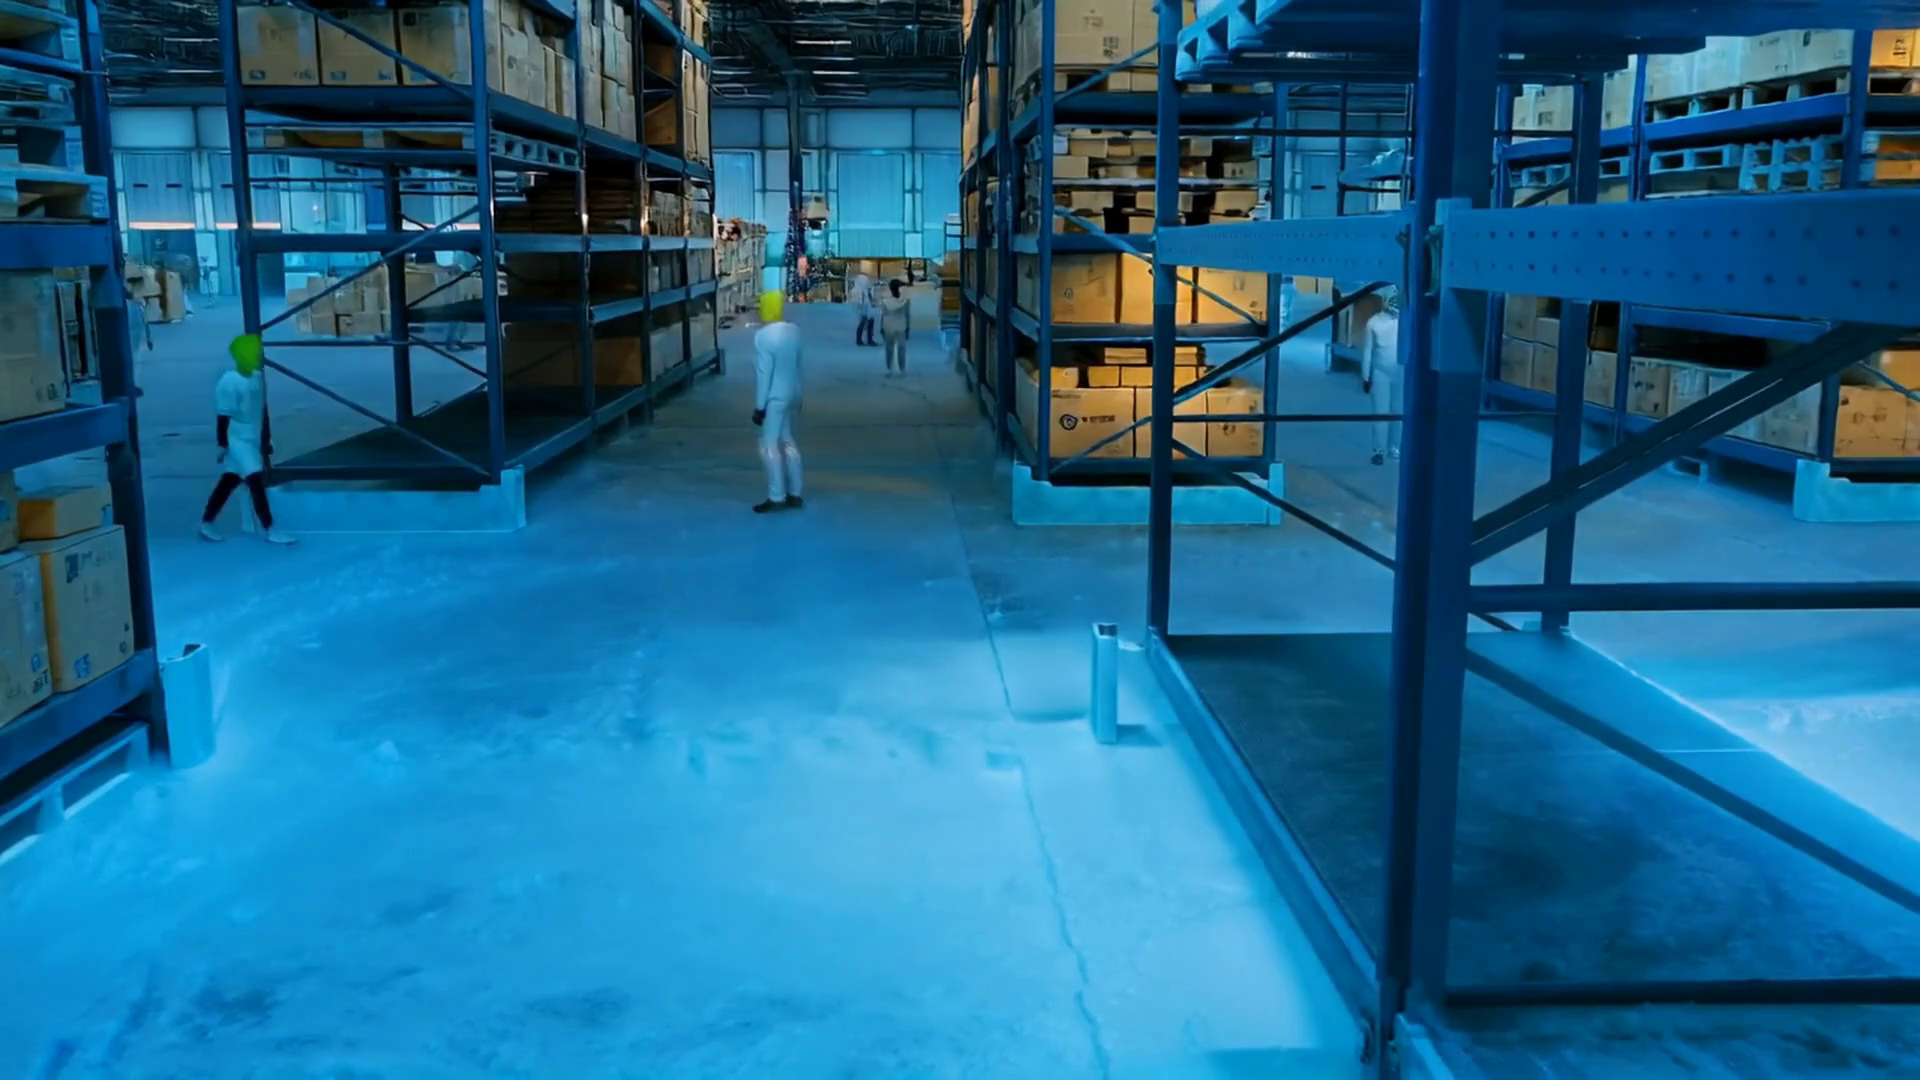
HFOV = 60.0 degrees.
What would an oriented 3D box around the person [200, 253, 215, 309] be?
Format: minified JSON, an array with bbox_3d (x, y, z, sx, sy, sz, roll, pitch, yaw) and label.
[{"bbox_3d":[-26.333,-9.066,58.242,0.402,1.942,0.603,-4,11,-22],"label":"person"}]

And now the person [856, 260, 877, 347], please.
[{"bbox_3d":[-2.074,-5.272,37.107,0.592,1.944,0.612,-4,11,-22],"label":"person"}]

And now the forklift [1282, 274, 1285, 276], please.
[{"bbox_3d":[12.135,-10.832,65.467,1.129,2.768,1.873,0,10,-2],"label":"forklift"}]

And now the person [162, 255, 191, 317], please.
[{"bbox_3d":[-24.489,-7.876,51.648,1.055,1.920,0.698,-7,12,-34],"label":"person"}]

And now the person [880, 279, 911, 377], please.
[{"bbox_3d":[-1.117,-3.670,28.867,0.549,1.695,0.317,1,10,7],"label":"person"}]

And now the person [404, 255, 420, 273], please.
[{"bbox_3d":[-19.044,-8.996,58.043,0.757,1.893,0.360,-3,11,-18],"label":"person"}]

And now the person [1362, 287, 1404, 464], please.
[{"bbox_3d":[4.575,-1.718,17.538,0.646,1.863,0.965,2,10,11],"label":"person"}]

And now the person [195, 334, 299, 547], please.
[{"bbox_3d":[-5.581,-0.765,12.810,0.837,1.650,0.524,0,10,0],"label":"person"}]

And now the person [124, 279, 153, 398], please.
[{"bbox_3d":[-12.379,-2.977,24.739,0.583,1.803,0.894,-1,10,-4],"label":"person"}]

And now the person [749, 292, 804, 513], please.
[{"bbox_3d":[-1.582,-1.184,14.475,0.406,1.912,0.768,4,11,20],"label":"person"}]

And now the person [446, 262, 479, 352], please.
[{"bbox_3d":[-10.586,-4.936,35.311,0.809,1.908,0.578,-3,11,-18],"label":"person"}]

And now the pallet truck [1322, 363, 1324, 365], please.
[{"bbox_3d":[7.712,-4.157,30.737,1.885,1.965,0.823,3,11,16],"label":"pallet truck"}]

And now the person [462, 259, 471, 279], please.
[{"bbox_3d":[-17.216,-8.985,58.398,0.641,1.721,0.490,-2,10,-8],"label":"person"}]

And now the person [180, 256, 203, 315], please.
[{"bbox_3d":[-24.462,-8.085,52.922,0.843,1.878,0.739,0,10,2],"label":"person"}]
